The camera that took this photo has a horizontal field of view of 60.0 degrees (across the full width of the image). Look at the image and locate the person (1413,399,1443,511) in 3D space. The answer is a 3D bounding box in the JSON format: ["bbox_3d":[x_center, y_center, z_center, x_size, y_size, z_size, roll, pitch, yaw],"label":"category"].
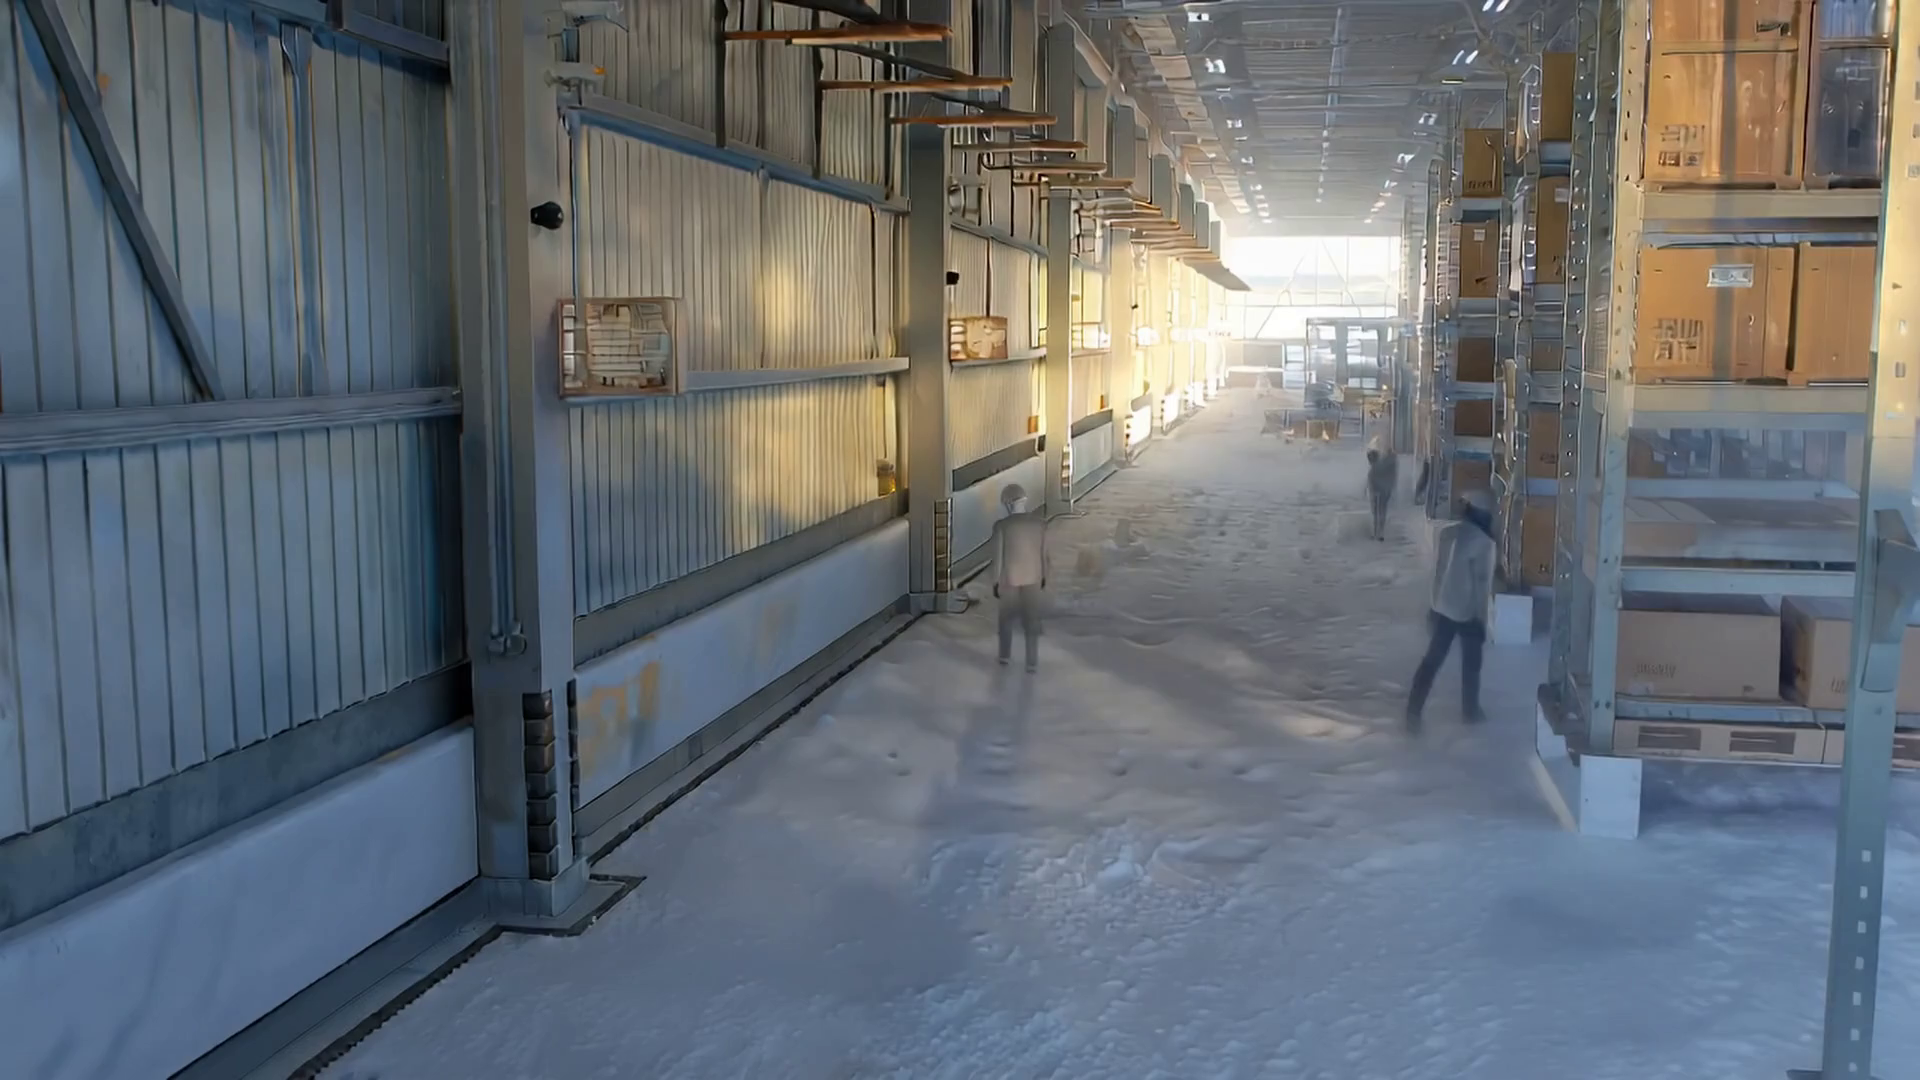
[{"bbox_3d":[8.178,-1.464,28.732,0.703,1.961,0.648,4,8,30],"label":"person"}]

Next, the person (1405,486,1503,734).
[{"bbox_3d":[3.800,0.546,12.820,0.968,1.938,0.681,-4,8,-31],"label":"person"}]

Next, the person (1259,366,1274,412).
[{"bbox_3d":[11.906,-5.859,64.667,0.554,1.780,0.991,-1,7,-8],"label":"person"}]

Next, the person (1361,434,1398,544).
[{"bbox_3d":[6.204,-0.771,24.590,0.520,1.604,0.813,2,7,15],"label":"person"}]

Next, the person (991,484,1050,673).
[{"bbox_3d":[0.545,0.336,15.342,0.578,1.696,0.875,-1,7,-8],"label":"person"}]
